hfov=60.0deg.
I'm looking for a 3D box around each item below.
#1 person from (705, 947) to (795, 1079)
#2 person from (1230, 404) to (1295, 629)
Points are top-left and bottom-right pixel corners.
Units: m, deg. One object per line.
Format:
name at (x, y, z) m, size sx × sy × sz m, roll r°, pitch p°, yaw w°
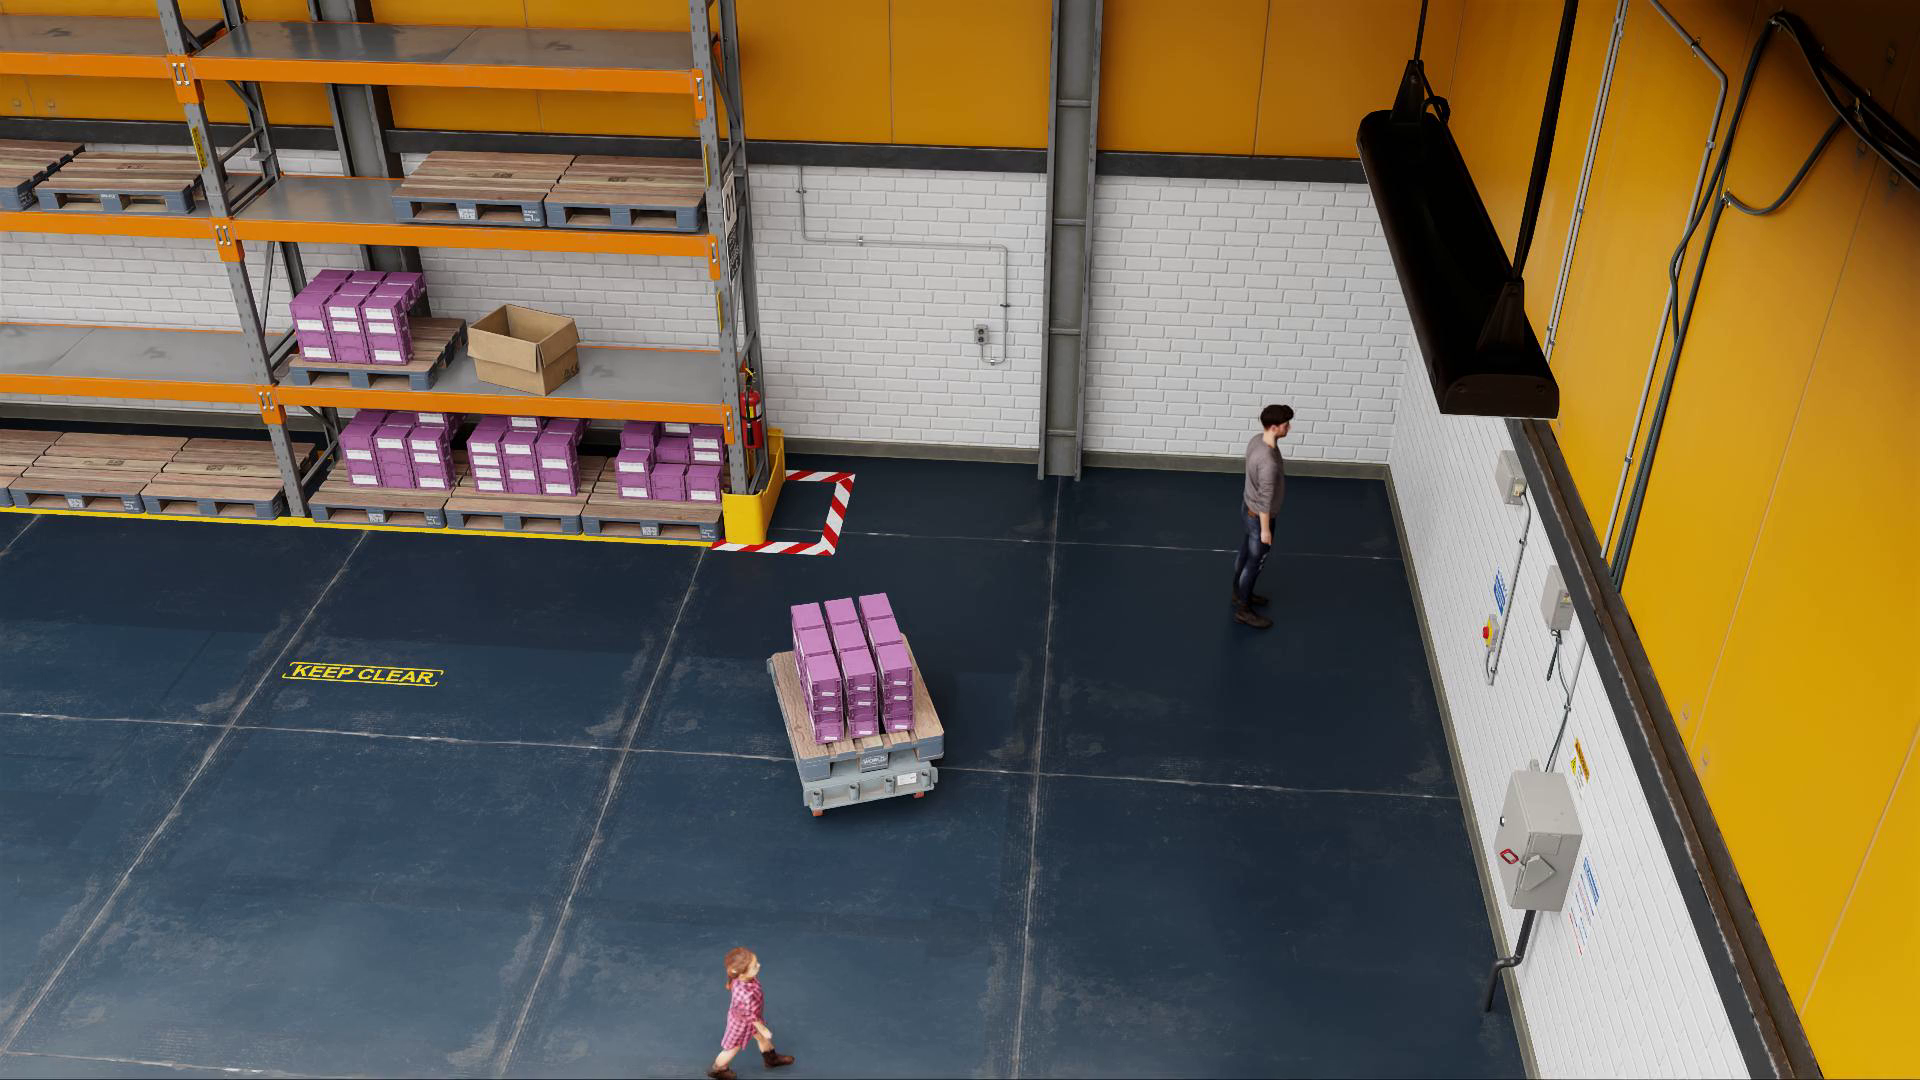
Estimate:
person at (-1.267, 2.707, 9.434) m, size 0.770 × 1.019 × 0.540 m, roll -6°, pitch 34°, yaw -8°
person at (2.344, -0.215, 13.033) m, size 0.546 × 1.903 × 0.695 m, roll 2°, pitch 34°, yaw 3°
